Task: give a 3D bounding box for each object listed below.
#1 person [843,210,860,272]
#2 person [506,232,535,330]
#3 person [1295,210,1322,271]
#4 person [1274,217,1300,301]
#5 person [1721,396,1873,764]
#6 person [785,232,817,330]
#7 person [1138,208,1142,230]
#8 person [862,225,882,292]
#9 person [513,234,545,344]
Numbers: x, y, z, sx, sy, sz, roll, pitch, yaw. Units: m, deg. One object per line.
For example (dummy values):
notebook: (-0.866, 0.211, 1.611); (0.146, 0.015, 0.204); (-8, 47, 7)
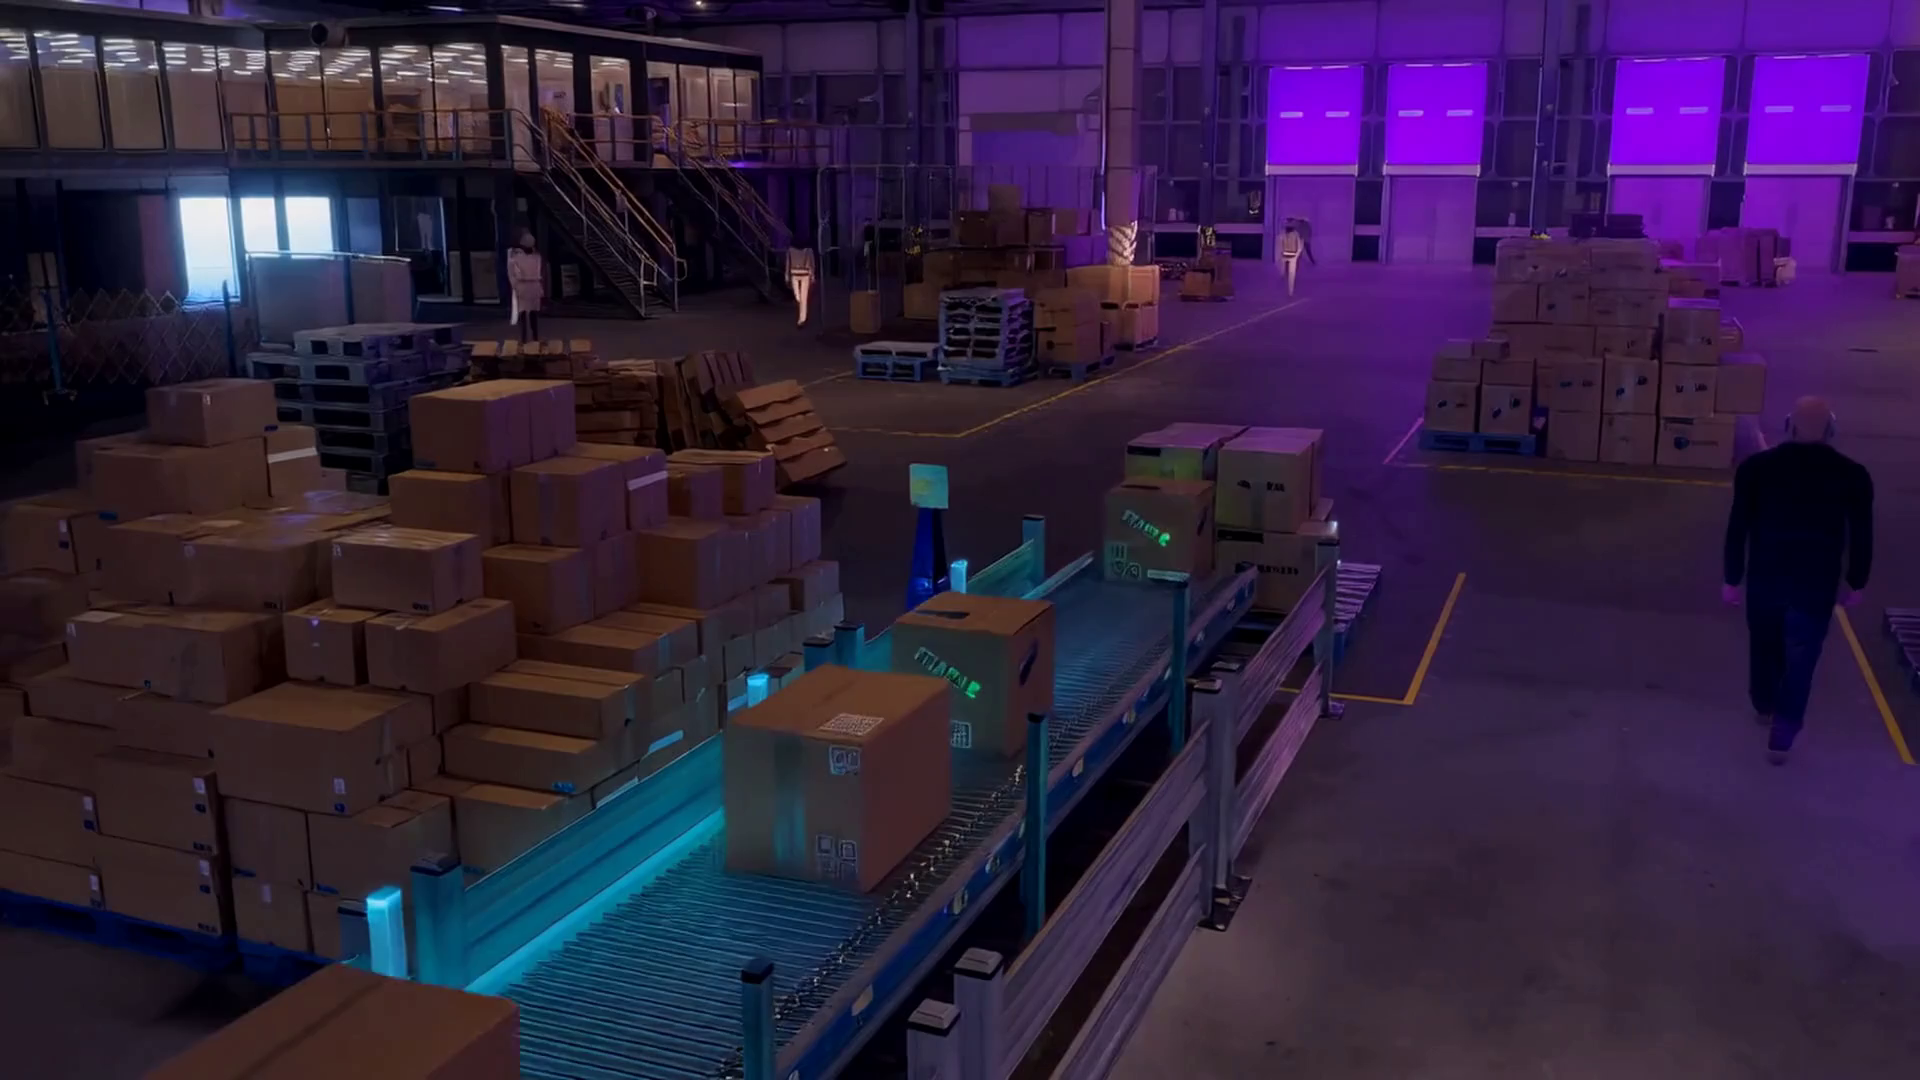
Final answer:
person: (-3.236, -8.885, 49.417); (0.547, 1.825, 0.500); (-9, 16, -36)
person: (-8.354, -4.929, 31.665); (0.603, 1.829, 0.972); (1, 13, 5)
person: (10.342, -8.893, 49.525); (0.935, 1.797, 0.659); (7, 14, 28)
person: (7.582, -6.534, 38.646); (0.618, 1.932, 0.703); (-1, 13, -7)
person: (4.380, 0.175, 8.713); (0.673, 1.851, 0.981); (7, 14, 30)
person: (-3.031, -4.969, 31.836); (0.594, 1.846, 0.979); (2, 13, 10)
person: (5.615, -9.427, 51.827); (0.848, 1.836, 0.505); (-2, 13, -8)
person: (-1.791, -5.437, 33.778); (0.397, 1.911, 0.587); (0, 13, 2)
person: (-7.266, -4.195, 28.143); (0.376, 1.933, 0.551); (10, 16, 38)
